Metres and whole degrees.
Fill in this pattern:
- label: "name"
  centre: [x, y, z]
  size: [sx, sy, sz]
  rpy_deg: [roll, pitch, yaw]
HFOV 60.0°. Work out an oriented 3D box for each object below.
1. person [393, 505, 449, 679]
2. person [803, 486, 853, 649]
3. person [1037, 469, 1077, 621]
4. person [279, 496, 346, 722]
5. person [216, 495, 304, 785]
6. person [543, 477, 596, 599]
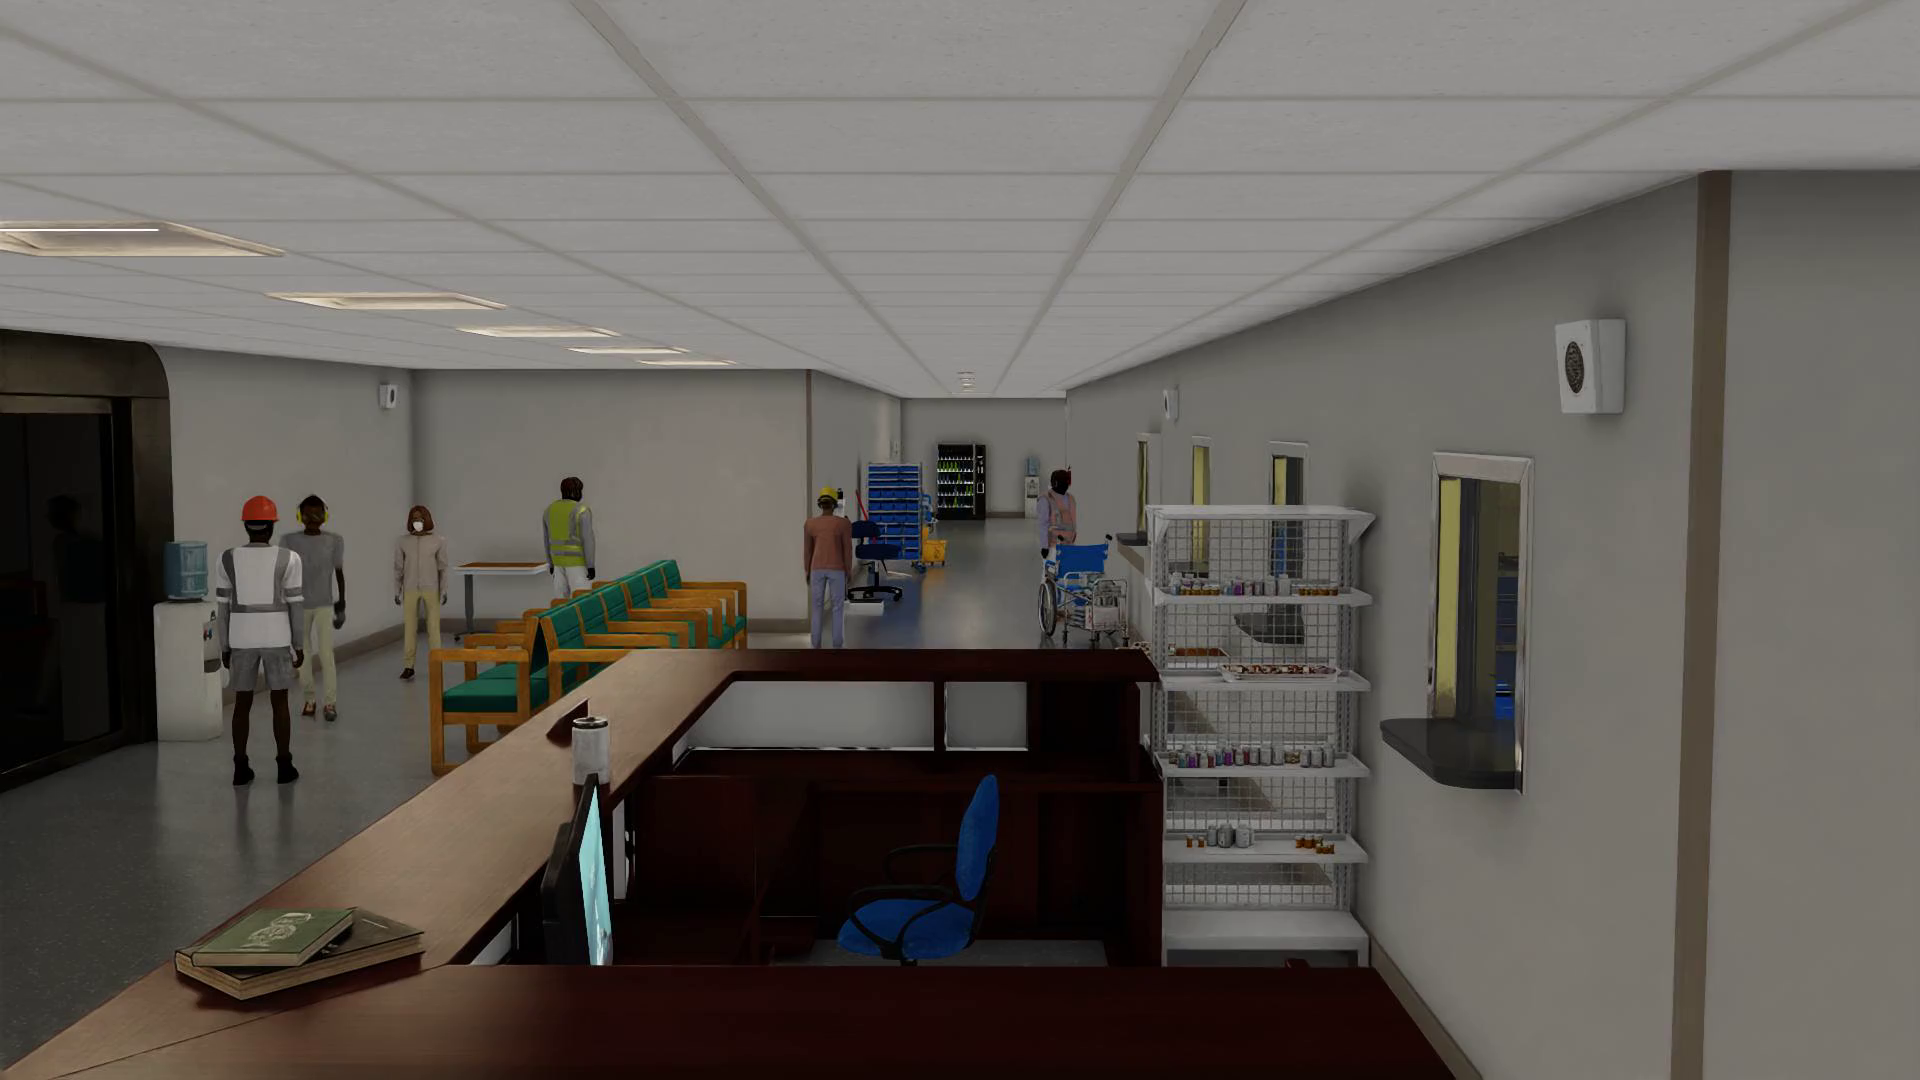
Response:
- label: "person"
  centre: [-5.060, 0.490, 15.623]
  size: [0.500, 1.633, 0.281]
  rpy_deg: [-1, 4, -11]
- label: "person"
  centre: [-1.360, 0.324, 17.191]
  size: [0.522, 1.752, 0.374]
  rpy_deg: [1, 4, 12]
- label: "person"
  centre: [1.204, 0.061, 20.204]
  size: [0.429, 1.842, 0.633]
  rpy_deg: [4, 5, 42]
- label: "person"
  centre: [-5.220, 0.561, 13.359]
  size: [0.540, 1.822, 0.962]
  rpy_deg: [-1, 4, -19]
- label: "person"
  centre: [-4.665, 0.667, 11.116]
  size: [0.546, 1.929, 0.387]
  rpy_deg: [-1, 4, -11]
- label: "person"
  centre: [-4.075, 0.254, 17.500]
  size: [0.635, 1.842, 0.429]
  rpy_deg: [2, 5, 29]
